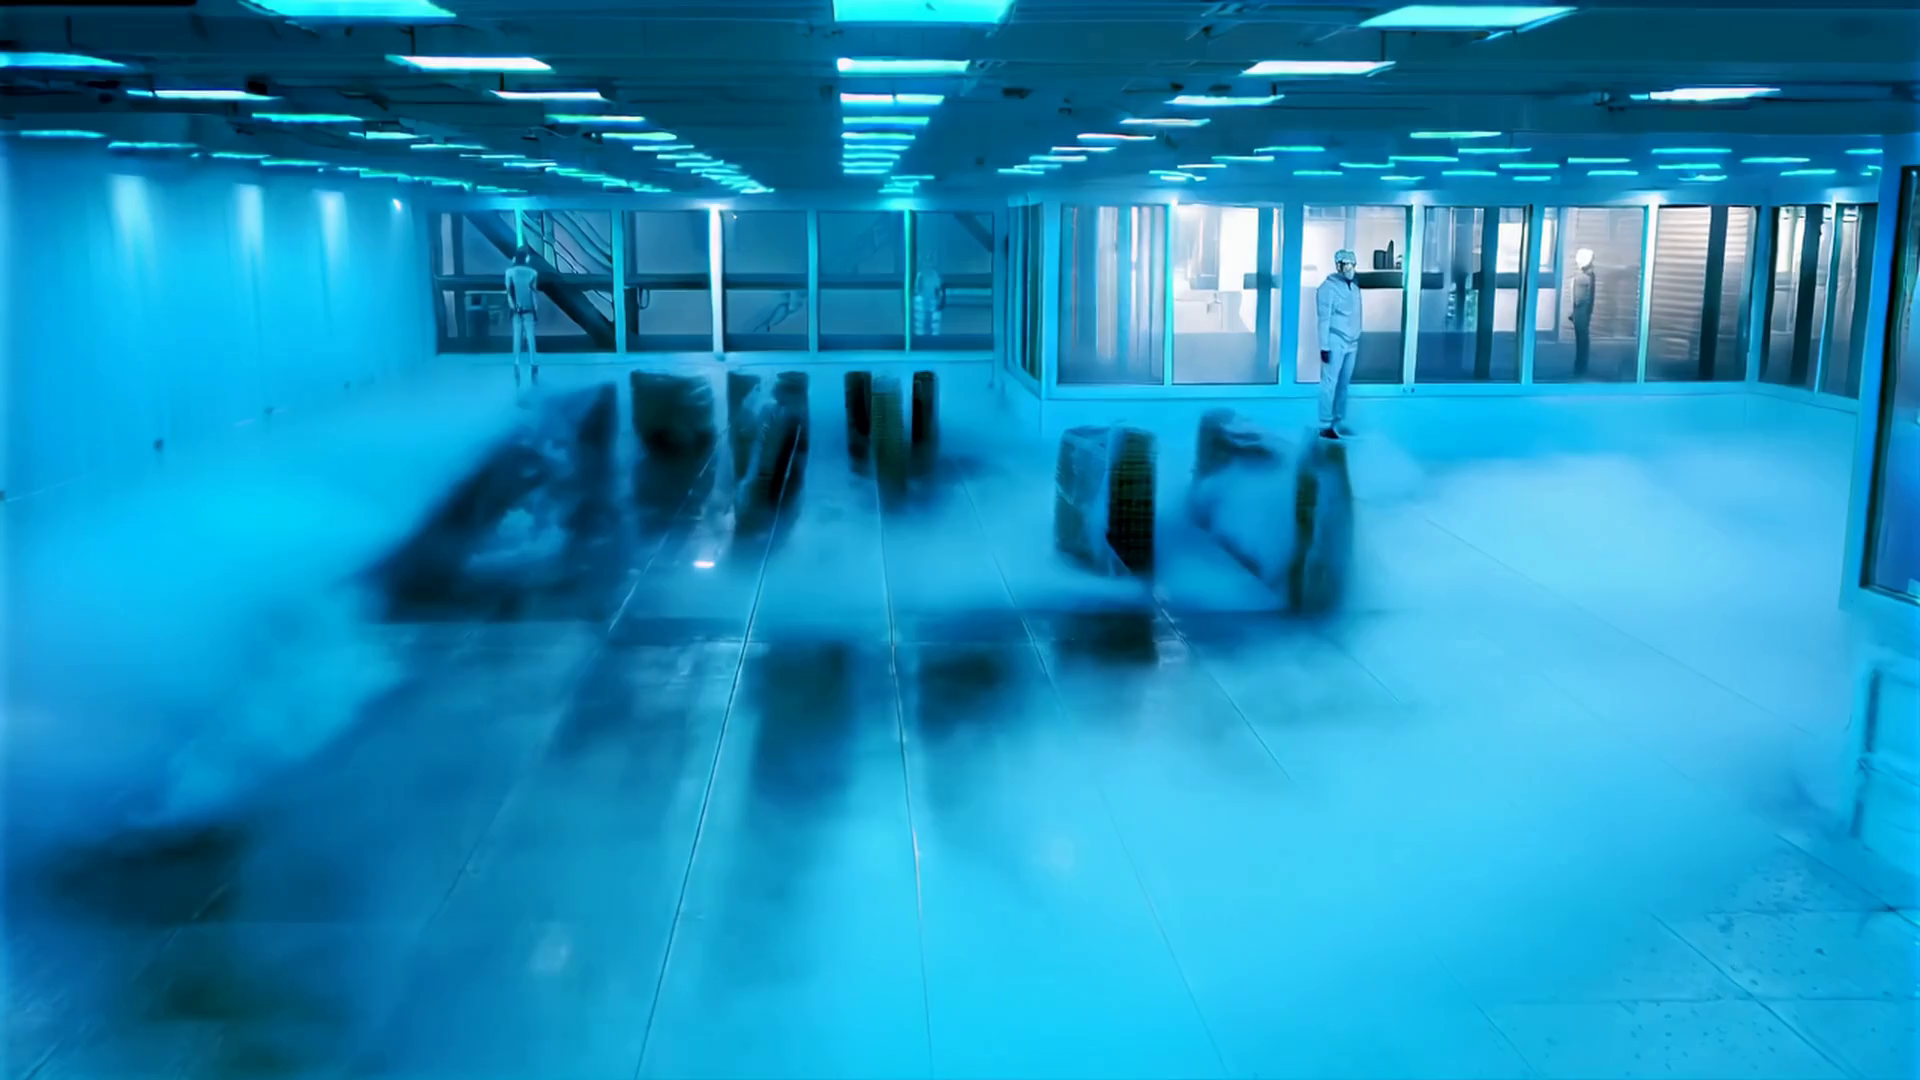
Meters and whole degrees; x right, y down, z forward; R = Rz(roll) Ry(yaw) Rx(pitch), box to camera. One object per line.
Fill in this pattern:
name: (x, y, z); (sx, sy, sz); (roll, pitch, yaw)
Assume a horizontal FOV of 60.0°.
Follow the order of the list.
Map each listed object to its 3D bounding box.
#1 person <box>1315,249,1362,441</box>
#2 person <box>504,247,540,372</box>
person: (3.832, -1.954, 16.727); (0.408, 1.908, 0.644); (9, 14, 41)
person: (-6.542, -3.435, 24.859); (0.522, 1.861, 0.322); (-1, 11, -5)
